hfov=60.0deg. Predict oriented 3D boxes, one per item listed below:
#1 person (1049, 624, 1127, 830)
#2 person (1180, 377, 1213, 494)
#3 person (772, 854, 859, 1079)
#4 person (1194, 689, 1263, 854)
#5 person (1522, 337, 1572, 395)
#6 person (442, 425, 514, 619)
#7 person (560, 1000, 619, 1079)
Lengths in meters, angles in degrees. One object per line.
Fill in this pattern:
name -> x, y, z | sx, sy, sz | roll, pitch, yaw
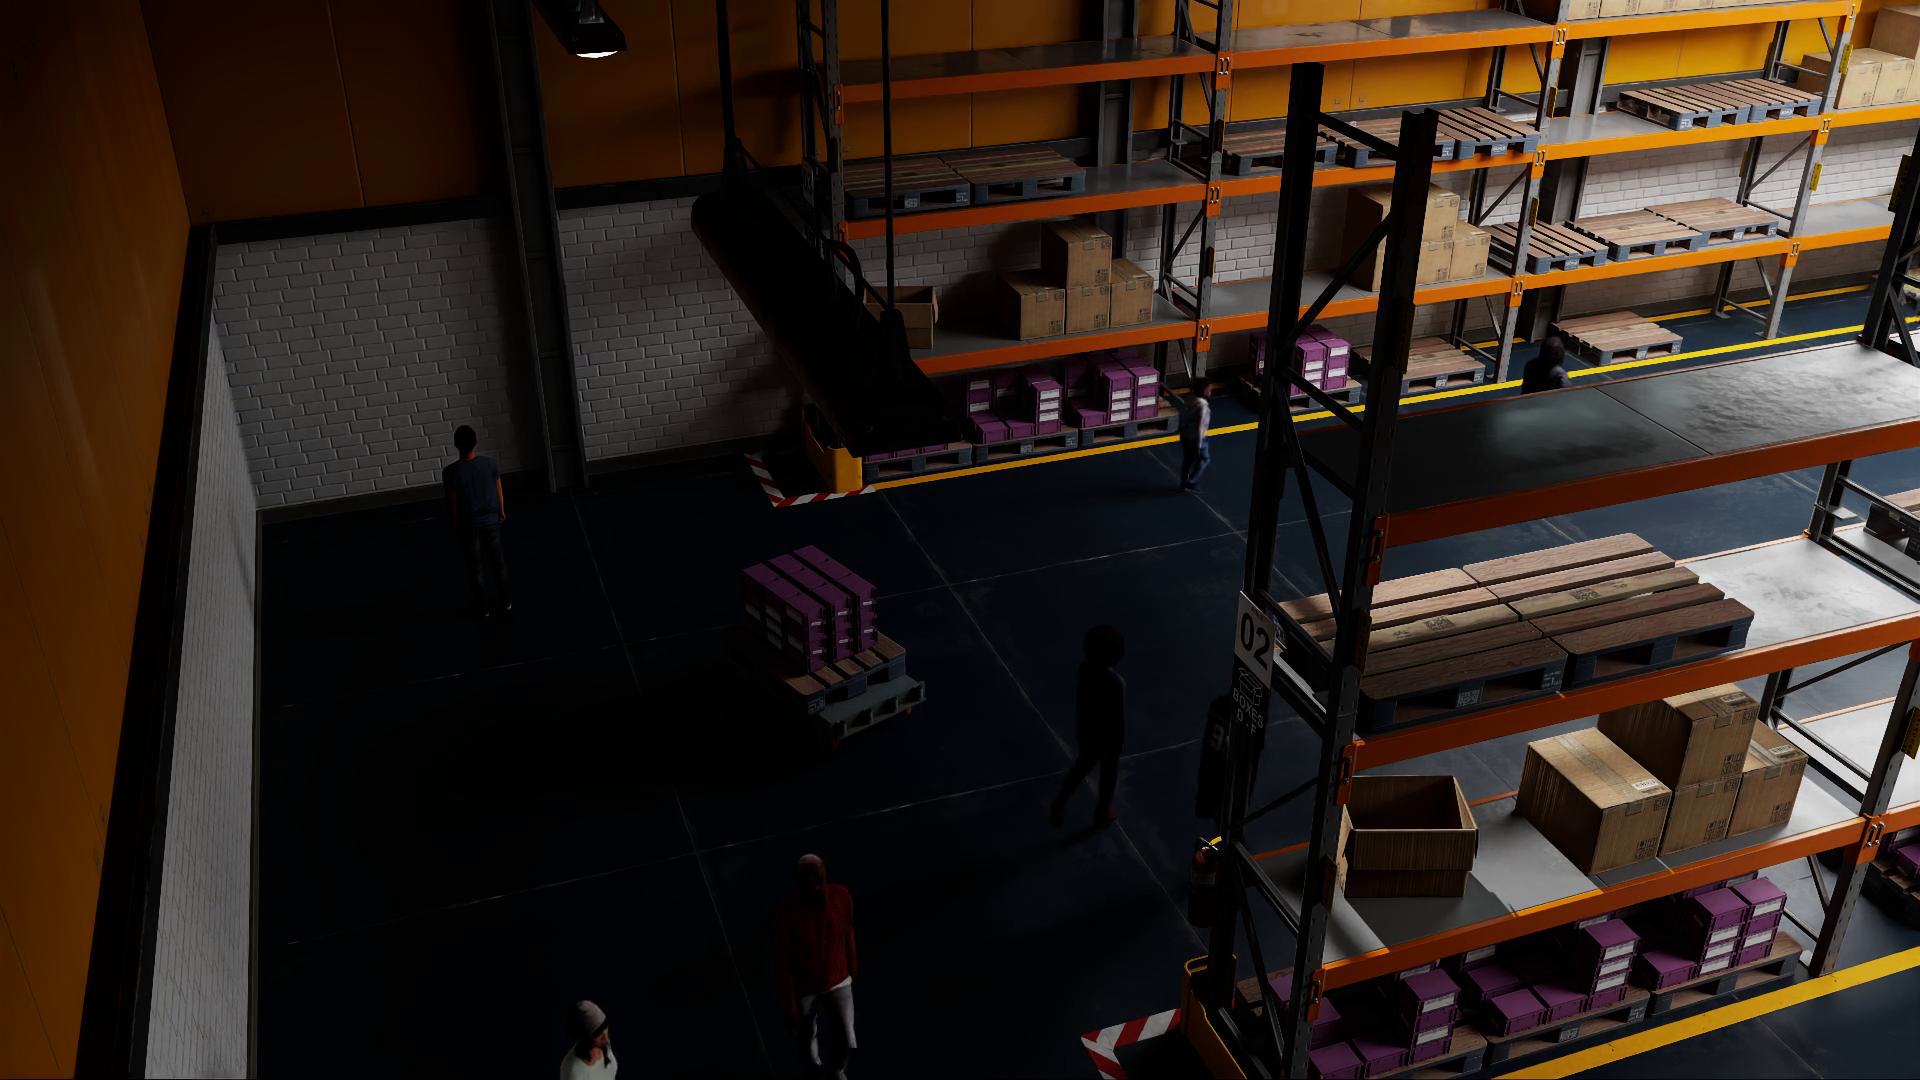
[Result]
person -> 0.933, 1.405, 11.802 | 0.978, 1.693, 0.804 | -25, 37, -38
person -> 2.309, -1.049, 16.762 | 0.503, 1.250, 0.505 | -12, 31, -22
person -> -0.869, 2.499, 9.678 | 0.604, 1.807, 0.723 | -9, 30, -15
person -> 1.896, 1.592, 11.431 | 0.930, 1.720, 0.824 | -24, 36, -36
person -> 5.910, -1.306, 16.874 | 0.722, 1.594, 0.721 | -17, 33, -28
person -> -4.218, -0.169, 14.565 | 0.554, 1.810, 0.752 | -17, 33, -28
person -> -2.013, 3.057, 8.842 | 1.014, 1.626, 0.921 | 10, 30, 17
